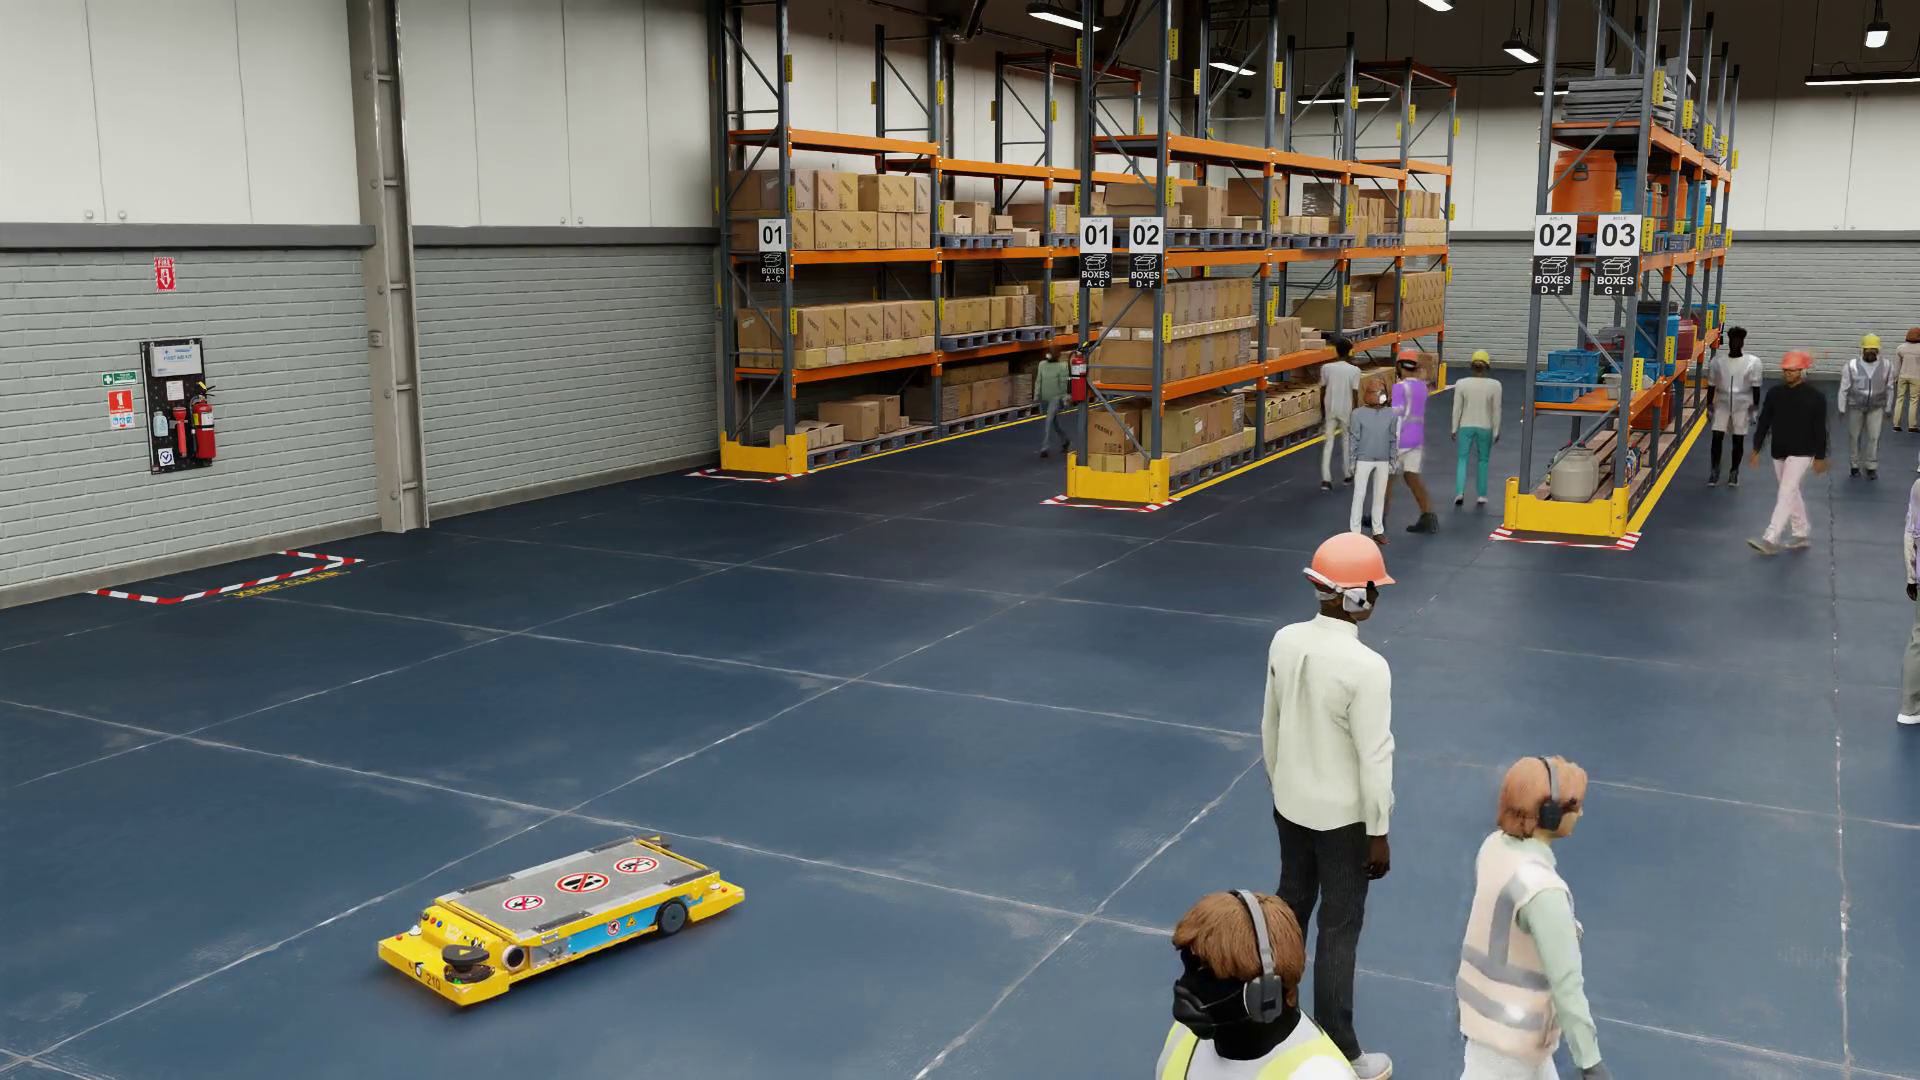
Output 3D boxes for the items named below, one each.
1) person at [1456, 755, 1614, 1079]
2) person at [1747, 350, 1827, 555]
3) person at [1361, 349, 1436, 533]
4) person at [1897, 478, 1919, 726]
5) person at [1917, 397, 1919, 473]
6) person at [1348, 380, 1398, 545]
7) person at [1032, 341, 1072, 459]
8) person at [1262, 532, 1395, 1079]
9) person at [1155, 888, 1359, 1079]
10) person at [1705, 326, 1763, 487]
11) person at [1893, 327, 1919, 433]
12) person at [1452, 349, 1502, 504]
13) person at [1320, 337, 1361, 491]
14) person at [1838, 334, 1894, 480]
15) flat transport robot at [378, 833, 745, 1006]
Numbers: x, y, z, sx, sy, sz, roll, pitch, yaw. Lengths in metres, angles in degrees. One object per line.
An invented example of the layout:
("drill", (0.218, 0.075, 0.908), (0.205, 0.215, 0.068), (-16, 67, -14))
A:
("person", (1.628, 1.396, 4.706), (0.871, 1.593, 0.531), (1, 10, 6))
("person", (7.914, -0.841, 15.929), (1.029, 1.941, 0.609), (-5, 11, -24))
("person", (4.563, -1.009, 17.066), (0.621, 1.878, 0.812), (-9, 14, -40))
("person", (6.030, 0.234, 10.121), (0.381, 1.924, 0.593), (-3, 11, -15))
("person", (12.540, -1.723, 21.232), (0.533, 1.768, 0.310), (3, 11, 17))
("person", (4.055, -0.760, 16.334), (0.505, 1.635, 0.277), (-2, 11, -9))
("person", (1.305, -1.945, 22.902), (0.806, 1.604, 0.493), (-9, 14, -42))
("person", (1.342, 0.956, 5.998), (0.396, 1.993, 0.617), (-5, 12, -26))
("person", (0.538, 1.552, 3.206), (0.429, 1.838, 0.629), (-3, 11, -17))
("person", (9.276, -1.584, 19.990), (0.628, 1.940, 0.760), (6, 12, 30))
("person", (14.663, -2.468, 25.649), (0.274, 1.636, 0.507), (-7, 13, -34))
("person", (5.837, -1.269, 18.797), (0.531, 1.778, 0.329), (4, 11, 21))
("person", (4.550, -1.517, 19.972), (0.512, 1.823, 0.980), (4, 11, 22))
("person", (11.289, -1.647, 20.712), (0.625, 1.798, 0.859), (4, 11, 22))
("flat transport robot", (-1.695, 1.598, 7.201), (0.652, 0.197, 1.431), (10, 14, 42))
